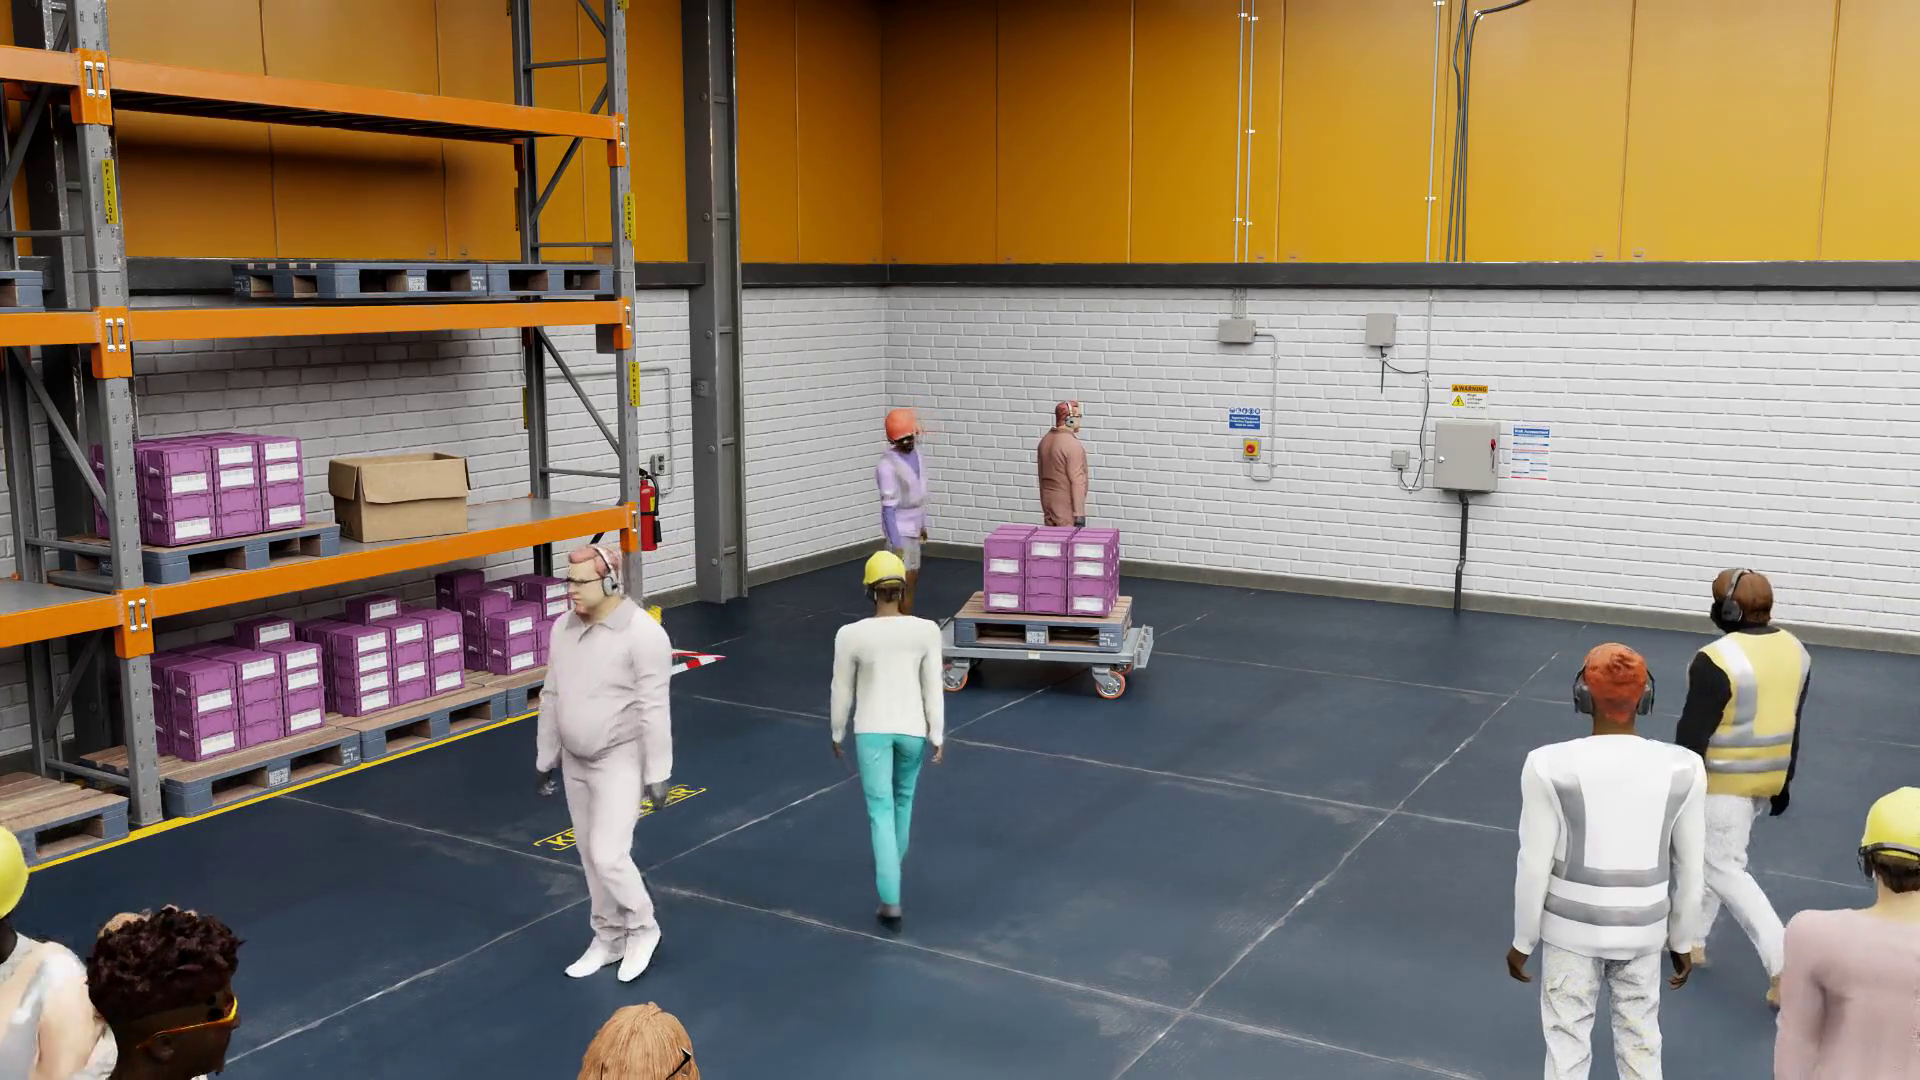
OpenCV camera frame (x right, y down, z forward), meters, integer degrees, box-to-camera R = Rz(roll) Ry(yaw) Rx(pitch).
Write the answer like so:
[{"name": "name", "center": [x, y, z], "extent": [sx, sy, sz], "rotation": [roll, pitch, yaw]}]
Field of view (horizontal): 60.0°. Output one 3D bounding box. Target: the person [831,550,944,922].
[{"name": "person", "center": [-0.345, 0.909, 7.977], "extent": [0.529, 1.710, 0.944], "rotation": [-2, 9, -14]}]

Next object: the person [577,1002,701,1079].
[{"name": "person", "center": [-0.615, 1.700, 3.279], "extent": [0.507, 1.633, 0.277], "rotation": [2, 9, 13]}]

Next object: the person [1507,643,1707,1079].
[{"name": "person", "center": [2.038, 1.255, 5.272], "extent": [0.583, 1.882, 0.338], "rotation": [0, 9, 2]}]

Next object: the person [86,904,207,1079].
[{"name": "person", "center": [-1.787, 1.620, 3.759], "extent": [0.368, 1.626, 0.524], "rotation": [-3, 10, -21]}]

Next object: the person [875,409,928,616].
[{"name": "person", "center": [-0.419, -0.059, 13.190], "extent": [0.390, 1.988, 0.726], "rotation": [4, 10, 25]}]

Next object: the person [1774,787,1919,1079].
[{"name": "person", "center": [2.338, 1.493, 4.218], "extent": [0.534, 1.742, 0.725], "rotation": [6, 11, 32]}]

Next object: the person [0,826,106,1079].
[{"name": "person", "center": [-2.212, 1.512, 3.749], "extent": [0.668, 1.858, 0.920], "rotation": [4, 10, 23]}]

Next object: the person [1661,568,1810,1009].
[{"name": "person", "center": [3.289, 1.020, 6.988], "extent": [0.633, 1.813, 0.868], "rotation": [-5, 10, -28]}]

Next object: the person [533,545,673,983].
[{"name": "person", "center": [-1.541, 0.955, 7.125], "extent": [0.660, 1.893, 0.434], "rotation": [7, 11, 36]}]

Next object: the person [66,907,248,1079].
[{"name": "person", "center": [-1.516, 1.608, 3.039], "extent": [1.060, 1.898, 0.614], "rotation": [-6, 11, -34]}]

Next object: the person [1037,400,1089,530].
[{"name": "person", "center": [0.949, -0.290, 14.848], "extent": [0.400, 1.910, 0.643], "rotation": [-4, 10, -25]}]
